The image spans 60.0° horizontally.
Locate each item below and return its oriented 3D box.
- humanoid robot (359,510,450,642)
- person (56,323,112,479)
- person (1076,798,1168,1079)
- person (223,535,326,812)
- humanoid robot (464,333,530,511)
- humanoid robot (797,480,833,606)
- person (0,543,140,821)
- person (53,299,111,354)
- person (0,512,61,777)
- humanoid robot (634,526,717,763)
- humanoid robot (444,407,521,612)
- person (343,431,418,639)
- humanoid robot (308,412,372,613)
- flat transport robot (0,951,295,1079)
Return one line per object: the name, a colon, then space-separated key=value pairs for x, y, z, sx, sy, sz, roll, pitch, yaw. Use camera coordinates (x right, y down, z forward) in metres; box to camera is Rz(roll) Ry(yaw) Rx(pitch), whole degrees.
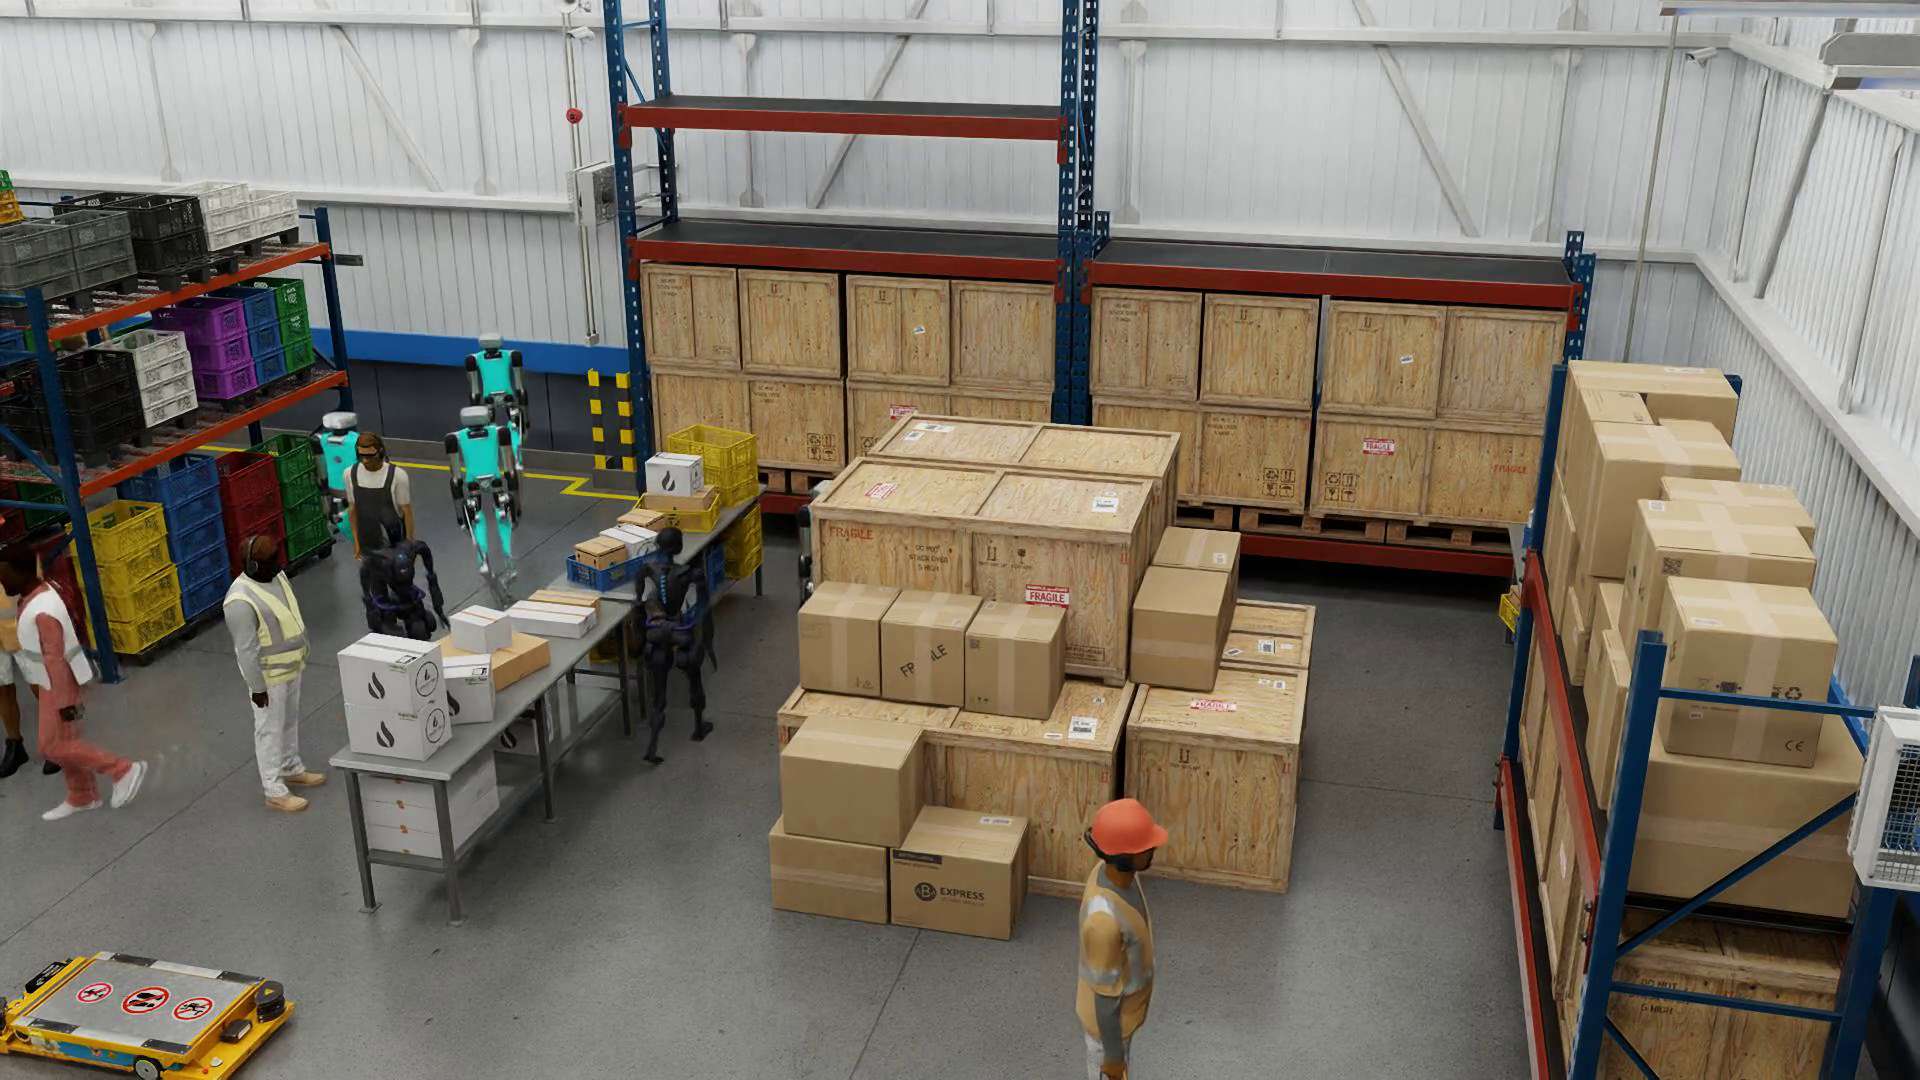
humanoid robot: x=-3.900 y=0.542 z=11.664 sx=0.444 sy=1.645 sz=0.593 roll=20 pitch=28 yaw=41
person: x=-8.696 y=-1.322 z=16.443 sx=0.383 sy=1.729 sz=0.499 roll=4 pitch=21 yaw=9
person: x=0.690 y=2.039 z=7.223 sx=0.365 sy=2.048 sz=0.606 roll=3 pitch=21 yaw=9
person: x=-4.386 y=0.831 z=10.669 sx=0.429 sy=1.841 sz=0.631 roll=0 pitch=21 yaw=1
humanoid robot: x=-4.310 y=-1.019 z=15.667 sx=0.542 sy=1.778 sz=0.851 roll=-6 pitch=22 yaw=-16
humanoid robot: x=-0.950 y=0.514 z=11.697 sx=0.532 sy=1.761 sz=1.013 roll=5 pitch=21 yaw=13
person: x=-5.642 y=0.890 z=10.444 sx=0.506 sy=1.903 sz=0.586 roll=-14 pitch=25 yaw=-33
person: x=-9.480 y=-1.984 z=18.047 sx=0.562 sy=1.835 sz=0.381 roll=-5 pitch=21 yaw=-13
person: x=-6.281 y=0.654 z=10.997 sx=0.545 sy=1.938 sz=0.375 roll=-2 pitch=21 yaw=-5
humanoid robot: x=-1.966 y=0.711 z=11.295 sx=0.590 sy=1.654 sz=0.751 roll=5 pitch=21 yaw=12
humanoid robot: x=-3.781 y=-0.168 z=13.418 sx=0.533 sy=1.732 sz=0.979 roll=-9 pitch=23 yaw=-22
person: x=-4.441 y=0.020 z=12.815 sx=0.500 sy=1.832 sz=0.359 roll=1 pitch=21 yaw=4
humanoid robot: x=-4.892 y=-0.223 z=13.737 sx=0.534 sy=1.873 sz=0.775 roll=3 pitch=21 yaw=7
flat transport robot: x=-4.270 y=2.464 z=8.601 sx=1.431 sy=0.231 sz=0.659 roll=5 pitch=22 yaw=13
